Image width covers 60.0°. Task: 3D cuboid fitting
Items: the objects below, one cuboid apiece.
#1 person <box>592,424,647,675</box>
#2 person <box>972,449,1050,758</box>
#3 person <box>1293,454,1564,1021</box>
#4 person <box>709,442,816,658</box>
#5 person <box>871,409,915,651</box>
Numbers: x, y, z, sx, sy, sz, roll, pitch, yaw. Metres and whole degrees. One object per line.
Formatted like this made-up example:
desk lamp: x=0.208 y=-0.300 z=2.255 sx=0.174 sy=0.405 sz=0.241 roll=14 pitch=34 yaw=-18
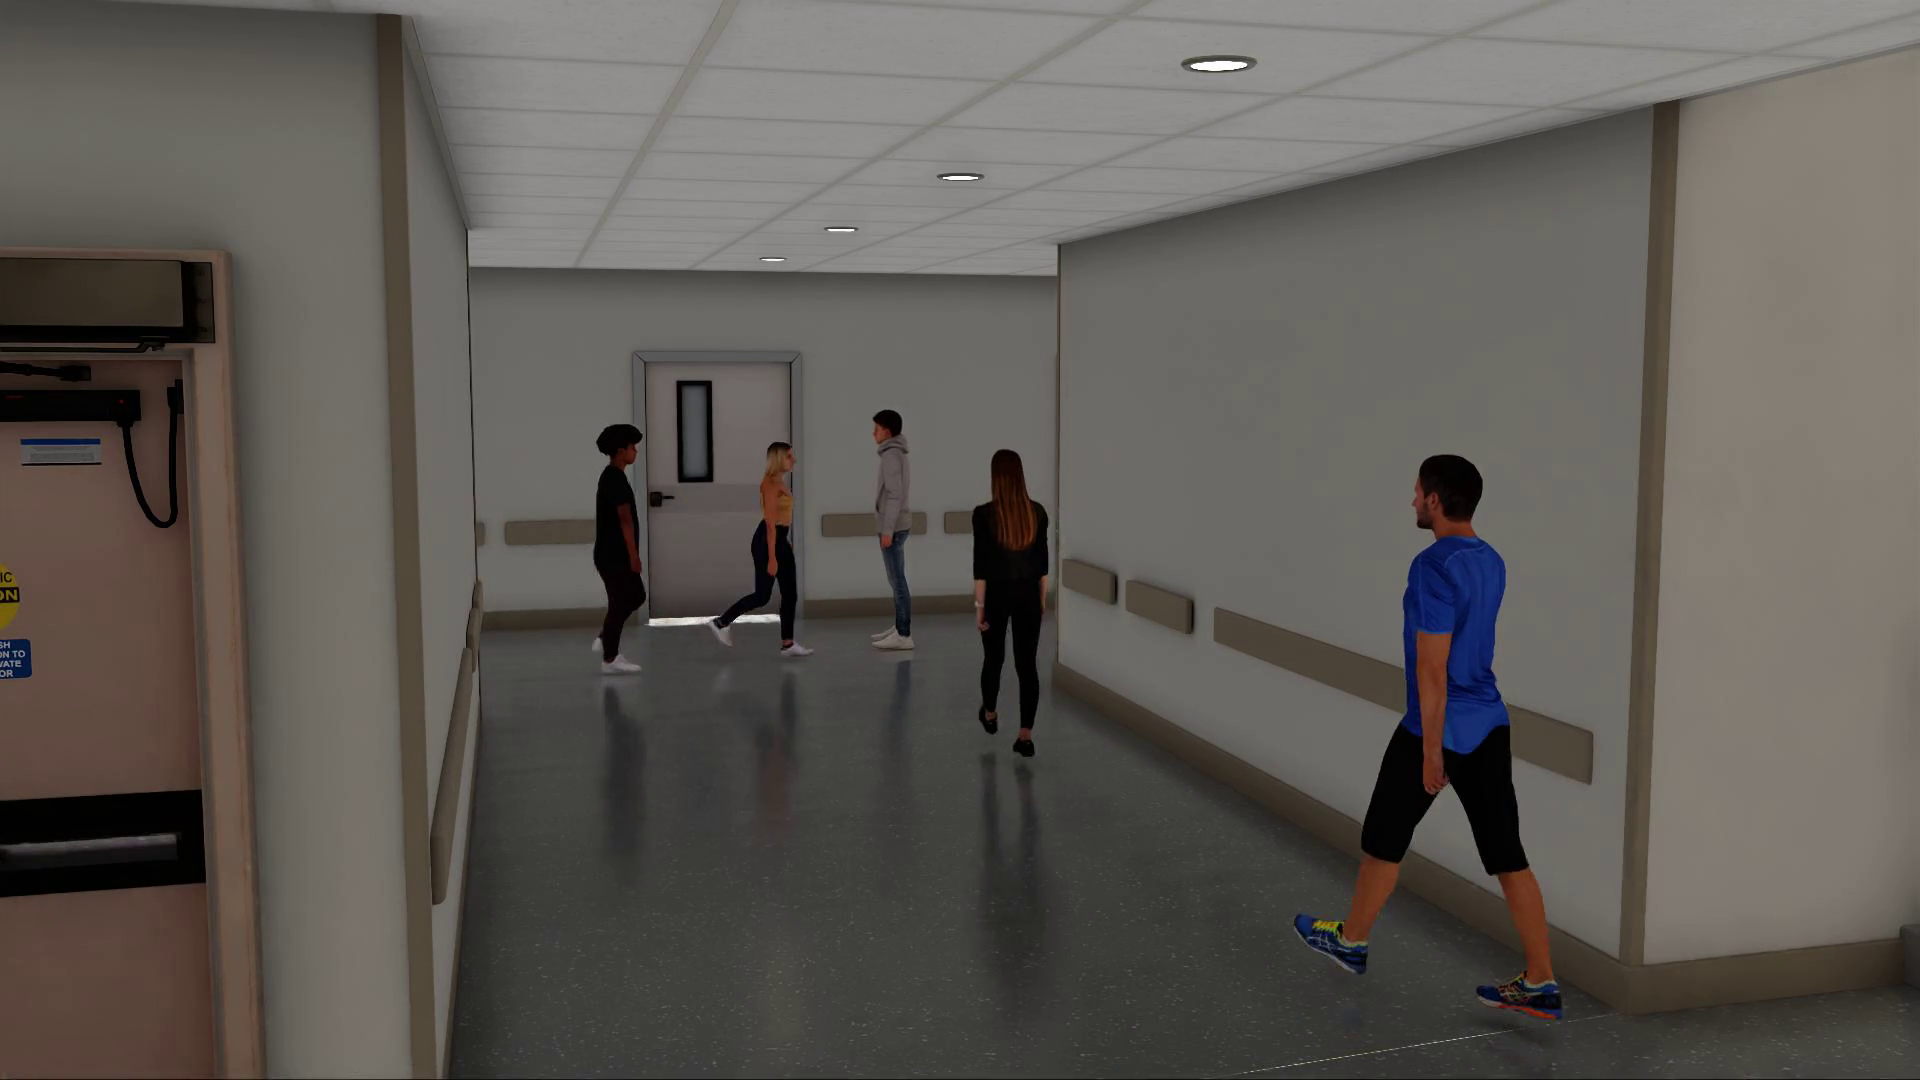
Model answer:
person: x=-2.506 y=0.067 z=11.769 sx=0.619 sy=1.767 sz=0.614 roll=-1 pitch=6 yaw=-13
person: x=0.309 y=0.380 z=9.179 sx=1.109 sy=1.663 sz=0.790 roll=-1 pitch=6 yaw=-6
person: x=1.697 y=0.680 z=5.443 sx=1.249 sy=1.814 sz=1.073 roll=-5 pitch=8 yaw=-41
person: x=-1.465 y=0.093 z=12.326 sx=1.092 sy=1.604 sz=0.841 roll=1 pitch=6 yaw=8
person: x=-0.508 y=-0.087 z=12.881 sx=0.645 sy=1.851 sz=0.723 roll=0 pitch=6 yaw=-3
